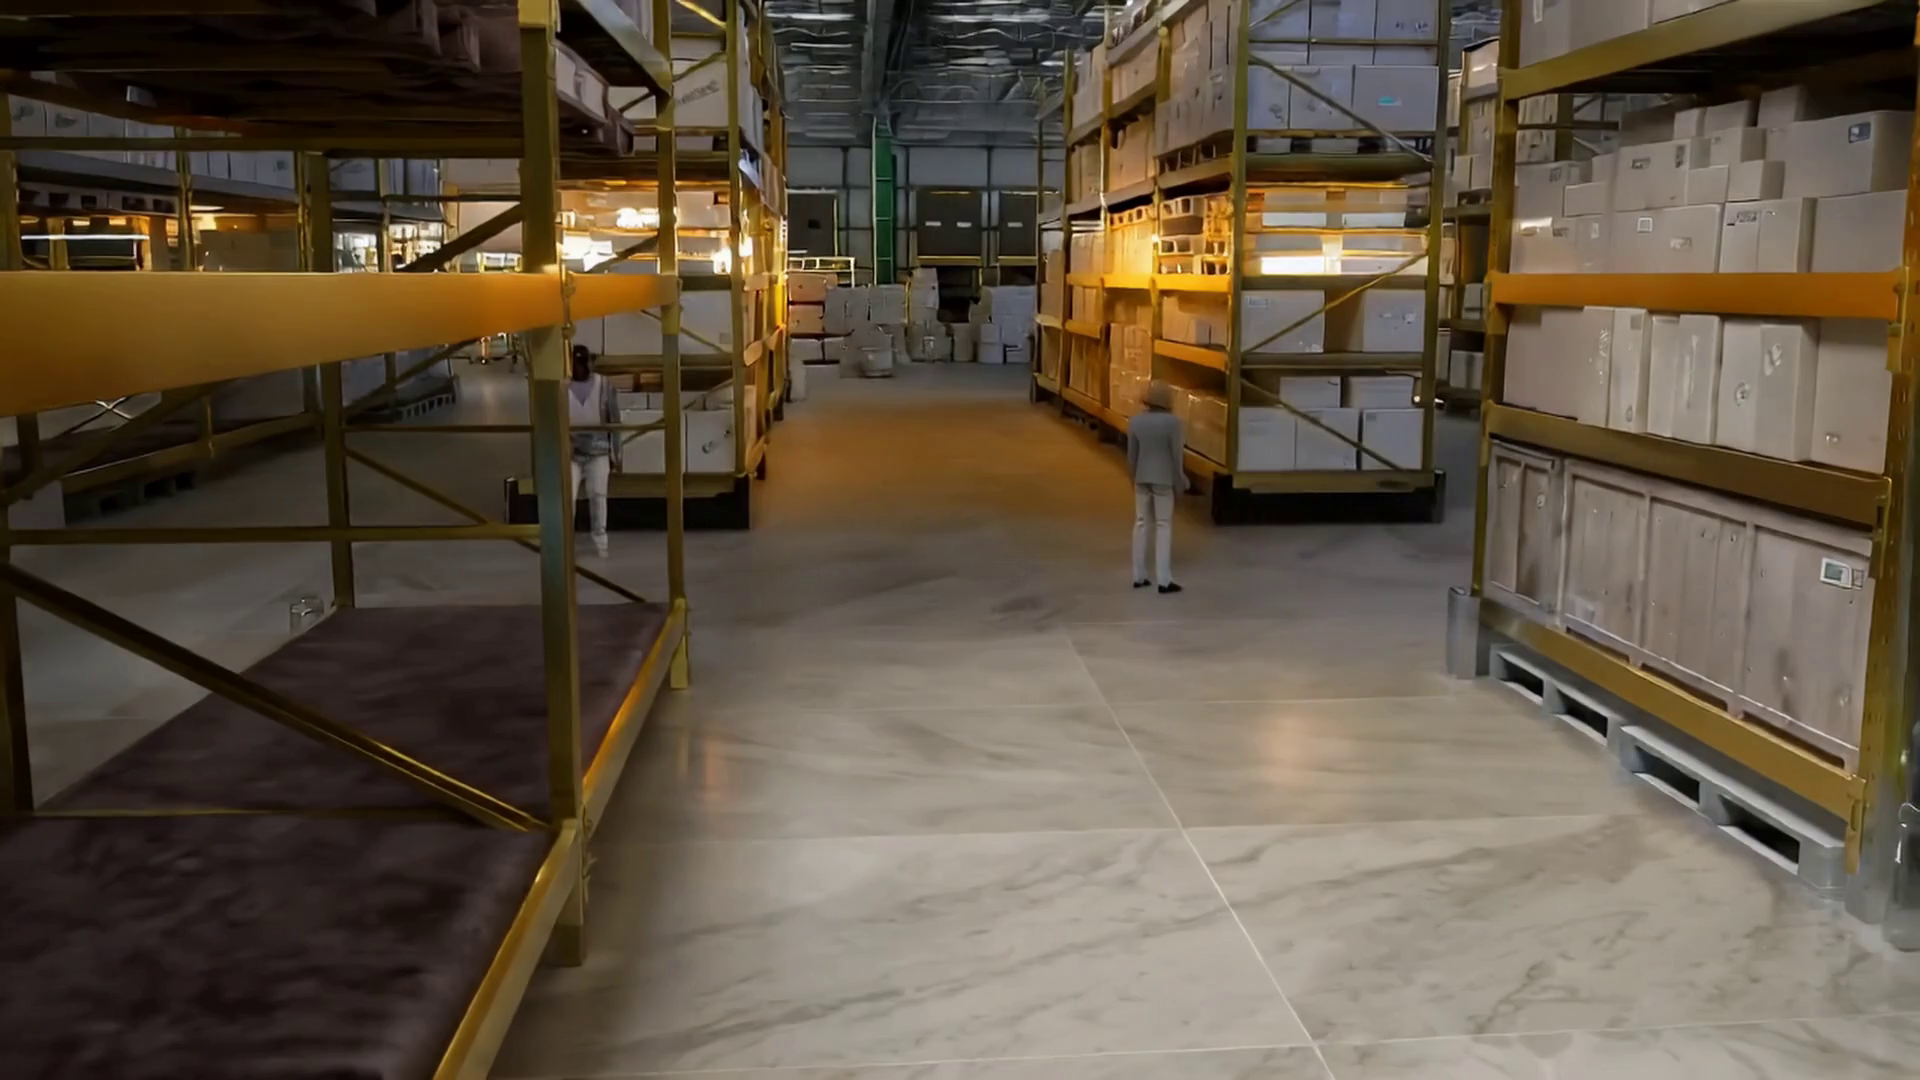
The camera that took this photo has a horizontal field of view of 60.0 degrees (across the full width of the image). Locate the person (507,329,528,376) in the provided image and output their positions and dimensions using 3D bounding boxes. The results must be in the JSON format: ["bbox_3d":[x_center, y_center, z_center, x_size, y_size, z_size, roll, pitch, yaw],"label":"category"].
[{"bbox_3d":[-10.576,-4.882,40.051,0.573,1.851,0.887,1,9,9],"label":"person"}]

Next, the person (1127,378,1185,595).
[{"bbox_3d":[1.479,-0.406,12.579,0.501,1.633,0.282,9,13,44],"label":"person"}]

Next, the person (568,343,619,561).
[{"bbox_3d":[-3.168,-0.728,13.954,0.620,1.845,0.430,-2,9,-15],"label":"person"}]

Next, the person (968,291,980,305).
[{"bbox_3d":[0.453,-6.502,49.907,0.372,1.940,0.631,-4,10,-22],"label":"person"}]
